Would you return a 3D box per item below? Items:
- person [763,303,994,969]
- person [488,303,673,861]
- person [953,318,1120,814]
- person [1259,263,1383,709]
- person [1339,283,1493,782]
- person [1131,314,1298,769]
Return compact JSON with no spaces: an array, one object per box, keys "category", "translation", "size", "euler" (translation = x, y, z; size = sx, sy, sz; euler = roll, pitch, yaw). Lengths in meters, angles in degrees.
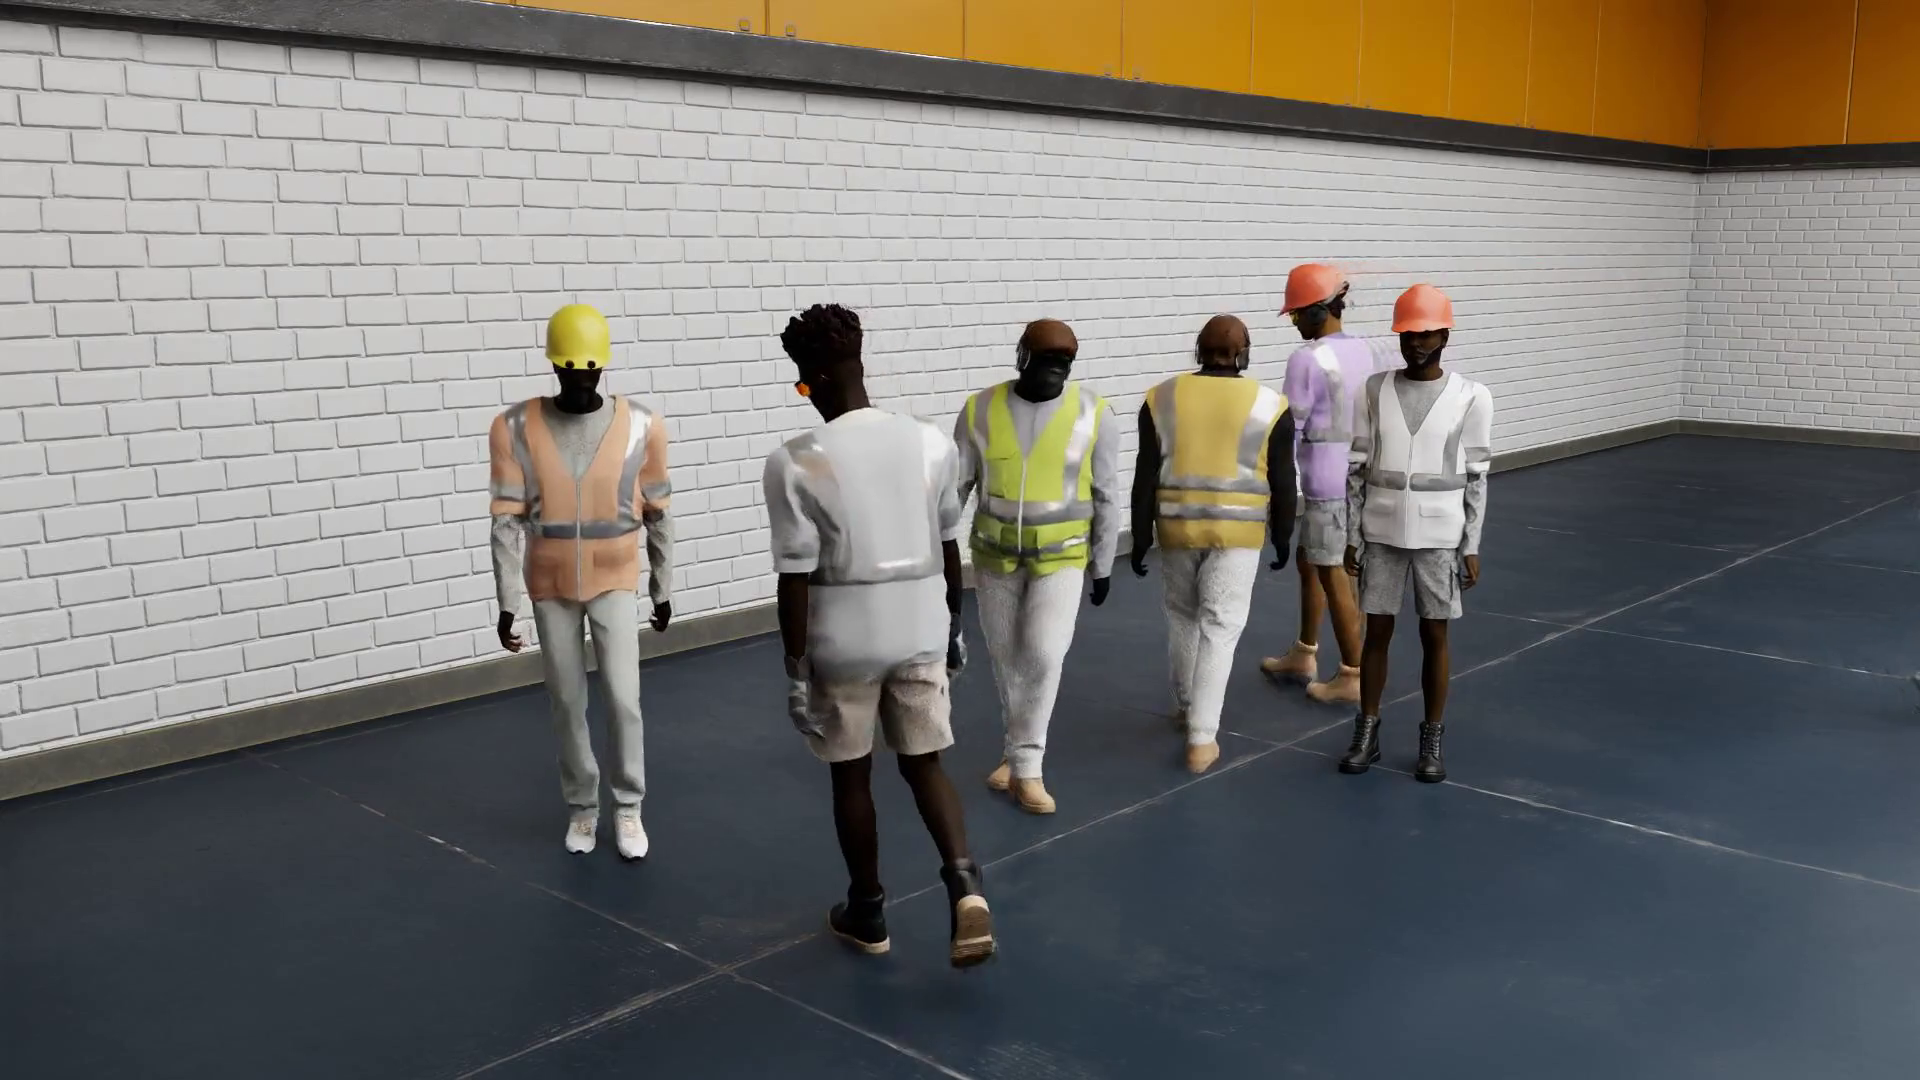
[{"category":"person","translation":[-0.202,0.305,4.680],"size":[0.663,1.928,0.708],"euler":[-5,11,-26]},{"category":"person","translation":[-1.266,0.159,5.598],"size":[0.595,1.899,0.585],"euler":[-2,10,-8]},{"category":"person","translation":[0.225,0.084,6.246],"size":[0.723,1.816,0.548],"euler":[3,10,14]},{"category":"person","translation":[1.594,-0.251,7.627],"size":[0.812,1.996,0.608],"euler":[8,13,39]},{"category":"person","translation":[1.765,-0.021,6.488],"size":[0.542,1.939,0.365],"euler":[4,11,24]},{"category":"person","translation":[1.068,-0.022,6.876],"size":[0.649,1.801,0.883],"euler":[4,11,19]}]
